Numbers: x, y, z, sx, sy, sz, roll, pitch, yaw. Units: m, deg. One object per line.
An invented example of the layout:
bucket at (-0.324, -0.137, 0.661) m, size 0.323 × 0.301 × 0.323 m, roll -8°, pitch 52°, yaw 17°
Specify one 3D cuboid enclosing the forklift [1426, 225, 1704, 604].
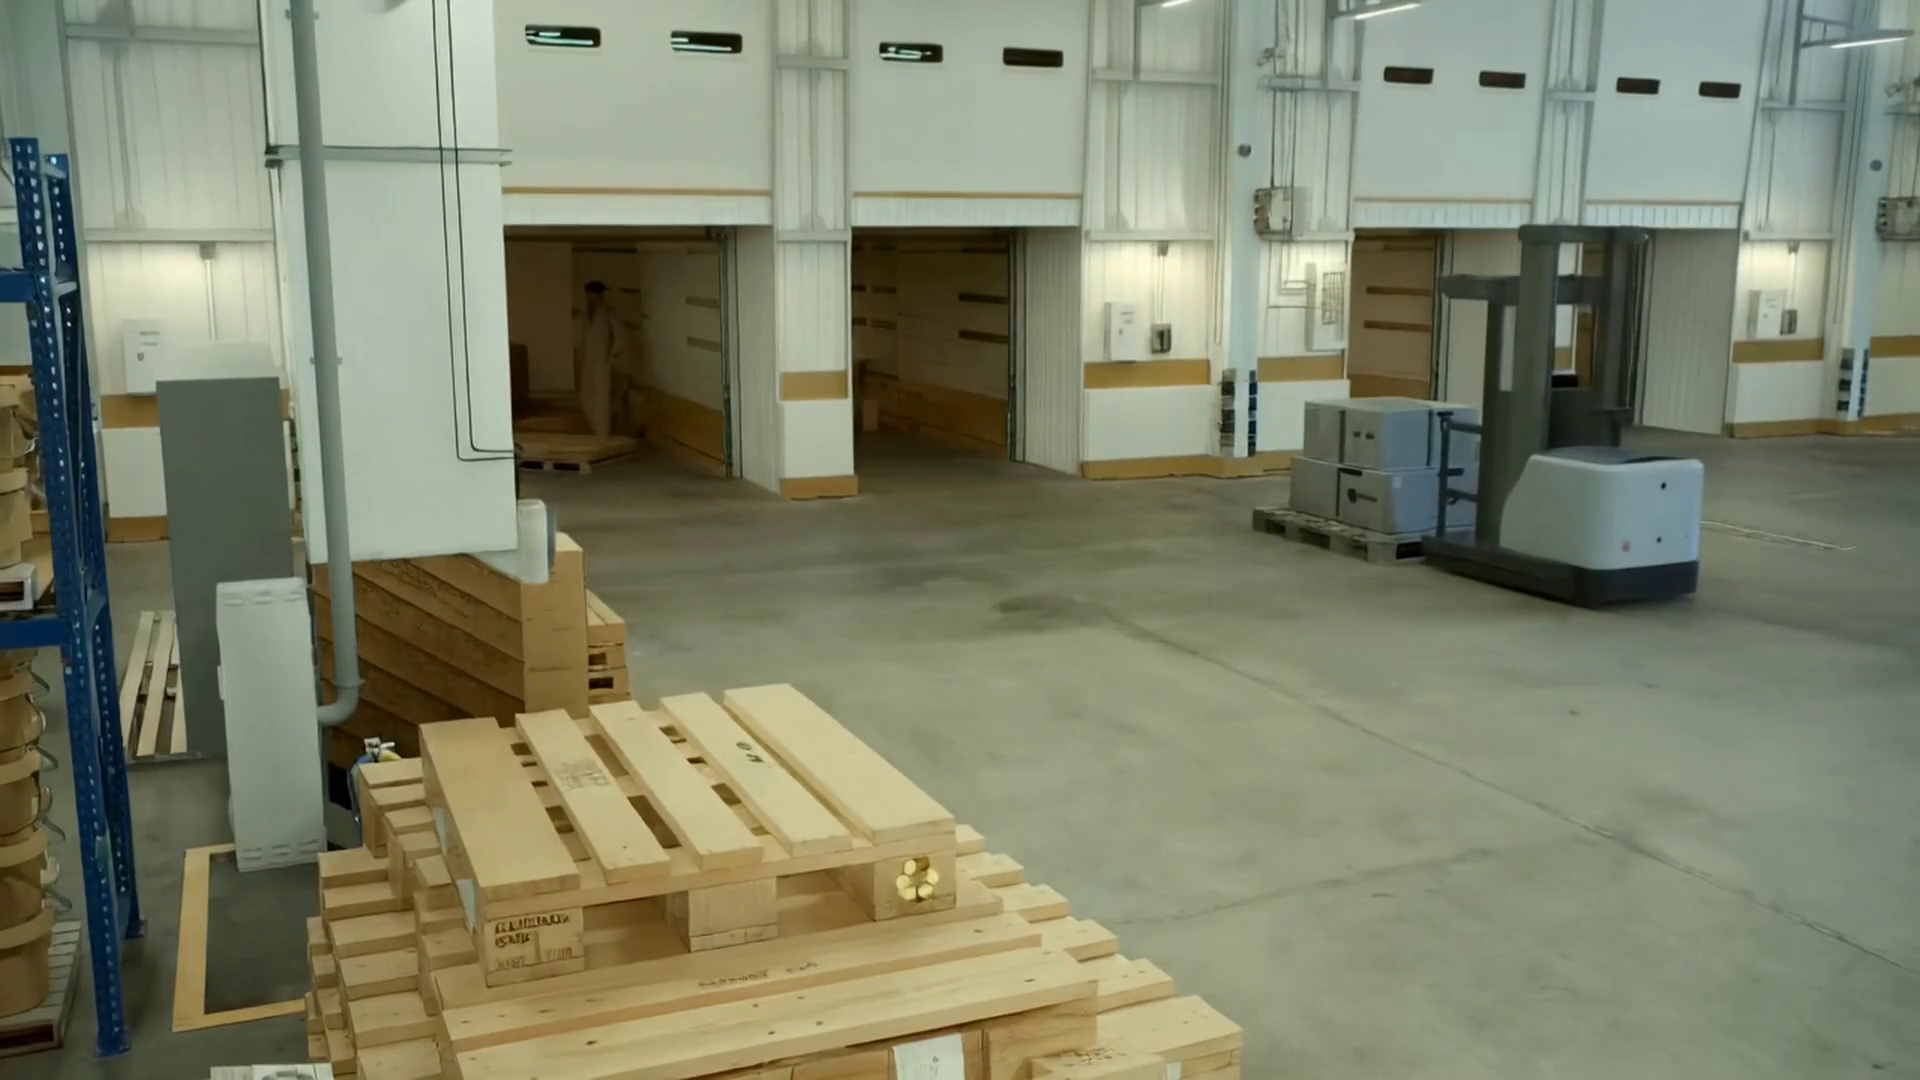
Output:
forklift at (4.755, -1.046, 12.953) m, size 1.129 × 2.768 × 1.873 m, roll -4°, pitch 11°, yaw -23°
